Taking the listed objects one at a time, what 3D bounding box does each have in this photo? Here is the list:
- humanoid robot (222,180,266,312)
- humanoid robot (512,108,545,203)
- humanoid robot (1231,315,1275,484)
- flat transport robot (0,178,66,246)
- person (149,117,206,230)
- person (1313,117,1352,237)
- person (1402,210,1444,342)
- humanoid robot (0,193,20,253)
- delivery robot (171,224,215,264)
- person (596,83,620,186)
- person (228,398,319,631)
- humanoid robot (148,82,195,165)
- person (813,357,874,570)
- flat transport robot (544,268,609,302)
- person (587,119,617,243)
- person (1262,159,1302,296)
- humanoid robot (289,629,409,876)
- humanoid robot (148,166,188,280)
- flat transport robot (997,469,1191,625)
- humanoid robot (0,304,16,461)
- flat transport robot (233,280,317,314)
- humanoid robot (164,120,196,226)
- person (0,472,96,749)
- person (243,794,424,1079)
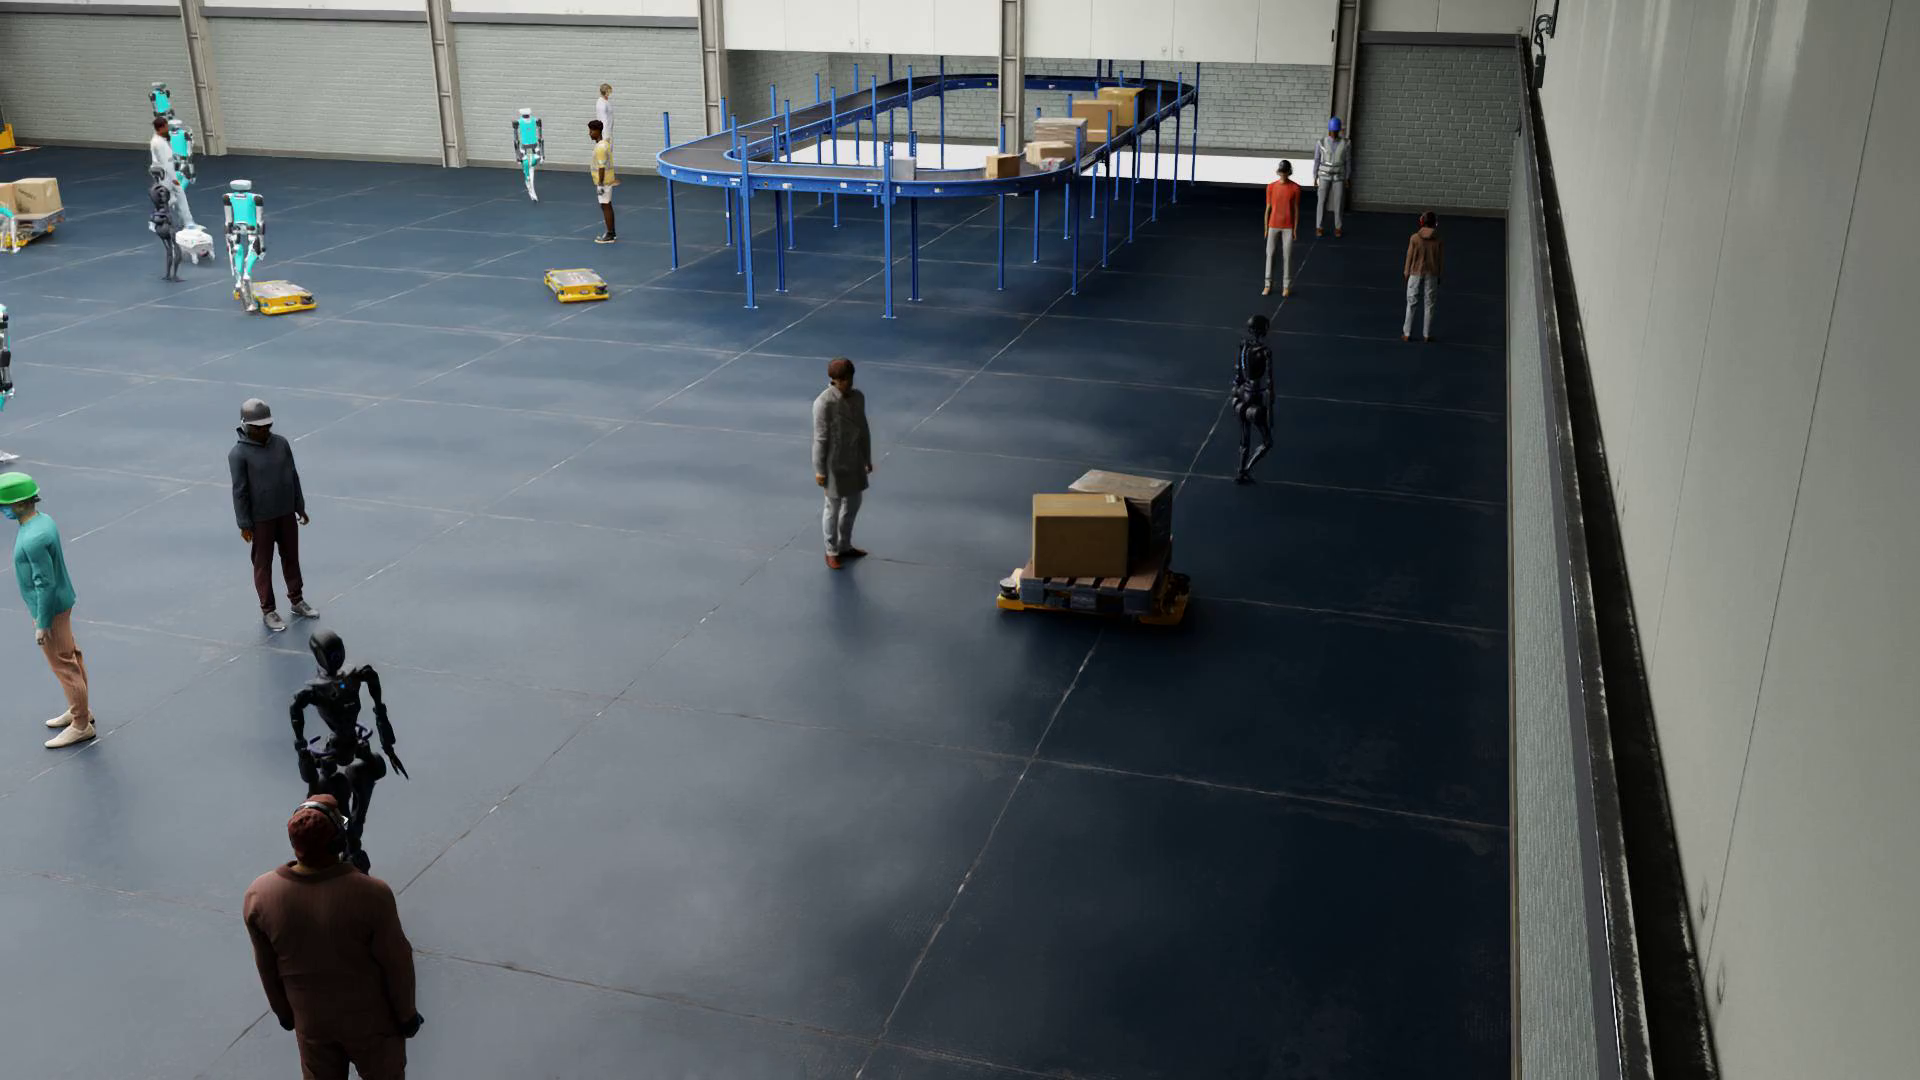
[{"bbox_3d":[-9.573,-3.820,22.160,0.532,1.834,0.837,0,21,-1],"label":"humanoid robot"},{"bbox_3d":[-7.885,-7.008,30.352,0.551,1.754,1.034,-10,23,-24],"label":"humanoid robot"},{"bbox_3d":[2.731,-1.314,15.631,0.370,1.651,0.602,-11,23,-25],"label":"humanoid robot"},{"bbox_3d":[-15.419,-5.022,27.204,0.659,0.231,1.431,-3,21,-7],"label":"flat transport robot"},{"bbox_3d":[-13.170,-6.057,27.627,0.825,1.887,0.590,-5,22,-13],"label":"person"},{"bbox_3d":[6.109,-5.962,27.331,0.619,1.932,0.415,3,21,7],"label":"person"},{"bbox_3d":[5.793,-3.289,20.791,0.464,1.647,0.318,3,21,9],"label":"person"},{"bbox_3d":[-15.191,-5.387,26.092,0.599,1.760,0.738,7,22,19],"label":"humanoid robot"},{"bbox_3d":[-11.801,-4.576,25.614,0.746,0.570,0.499,20,28,41],"label":"delivery robot"},{"bbox_3d":[-6.848,-7.868,32.274,0.373,1.934,0.627,-4,21,-10],"label":"person"},{"bbox_3d":[-5.212,-0.208,12.582,0.377,1.807,0.544,15,26,34],"label":"person"},{"bbox_3d":[-16.125,-8.464,34.116,0.842,1.801,0.554,5,22,14],"label":"humanoid robot"},{"bbox_3d":[-0.960,-0.640,13.695,0.565,1.820,0.385,-19,28,-41],"label":"person"},{"bbox_3d":[-5.444,-3.617,23.559,0.659,0.231,1.431,-9,23,-21],"label":"flat transport robot"},{"bbox_3d":[-5.770,-5.798,26.873,0.372,1.958,0.603,-2,21,-4],"label":"person"},{"bbox_3d":[4.480,-4.340,23.170,0.474,1.904,0.428,5,22,13],"label":"person"},{"bbox_3d":[-3.324,1.230,9.100,0.787,1.623,0.588,16,26,36],"label":"humanoid robot"},{"bbox_3d":[-11.535,-4.584,24.113,0.315,1.659,0.608,-16,26,-36],"label":"humanoid robot"},{"bbox_3d":[1.067,0.405,13.128,1.431,0.231,0.659,6,22,14],"label":"flat transport robot"},{"bbox_3d":[-9.493,-1.460,16.086,0.549,1.903,0.742,18,28,39],"label":"humanoid robot"},{"bbox_3d":[-9.422,-3.343,22.847,0.659,0.231,1.431,-17,27,-37],"label":"flat transport robot"},{"bbox_3d":[-13.298,-6.135,28.164,0.552,1.859,0.731,8,22,19],"label":"humanoid robot"},{"bbox_3d":[-5.939,0.442,10.806,0.358,1.871,0.514,-9,23,-22],"label":"person"},{"bbox_3d":[-2.553,1.920,6.924,0.638,1.908,0.413,1,21,3],"label":"person"}]
